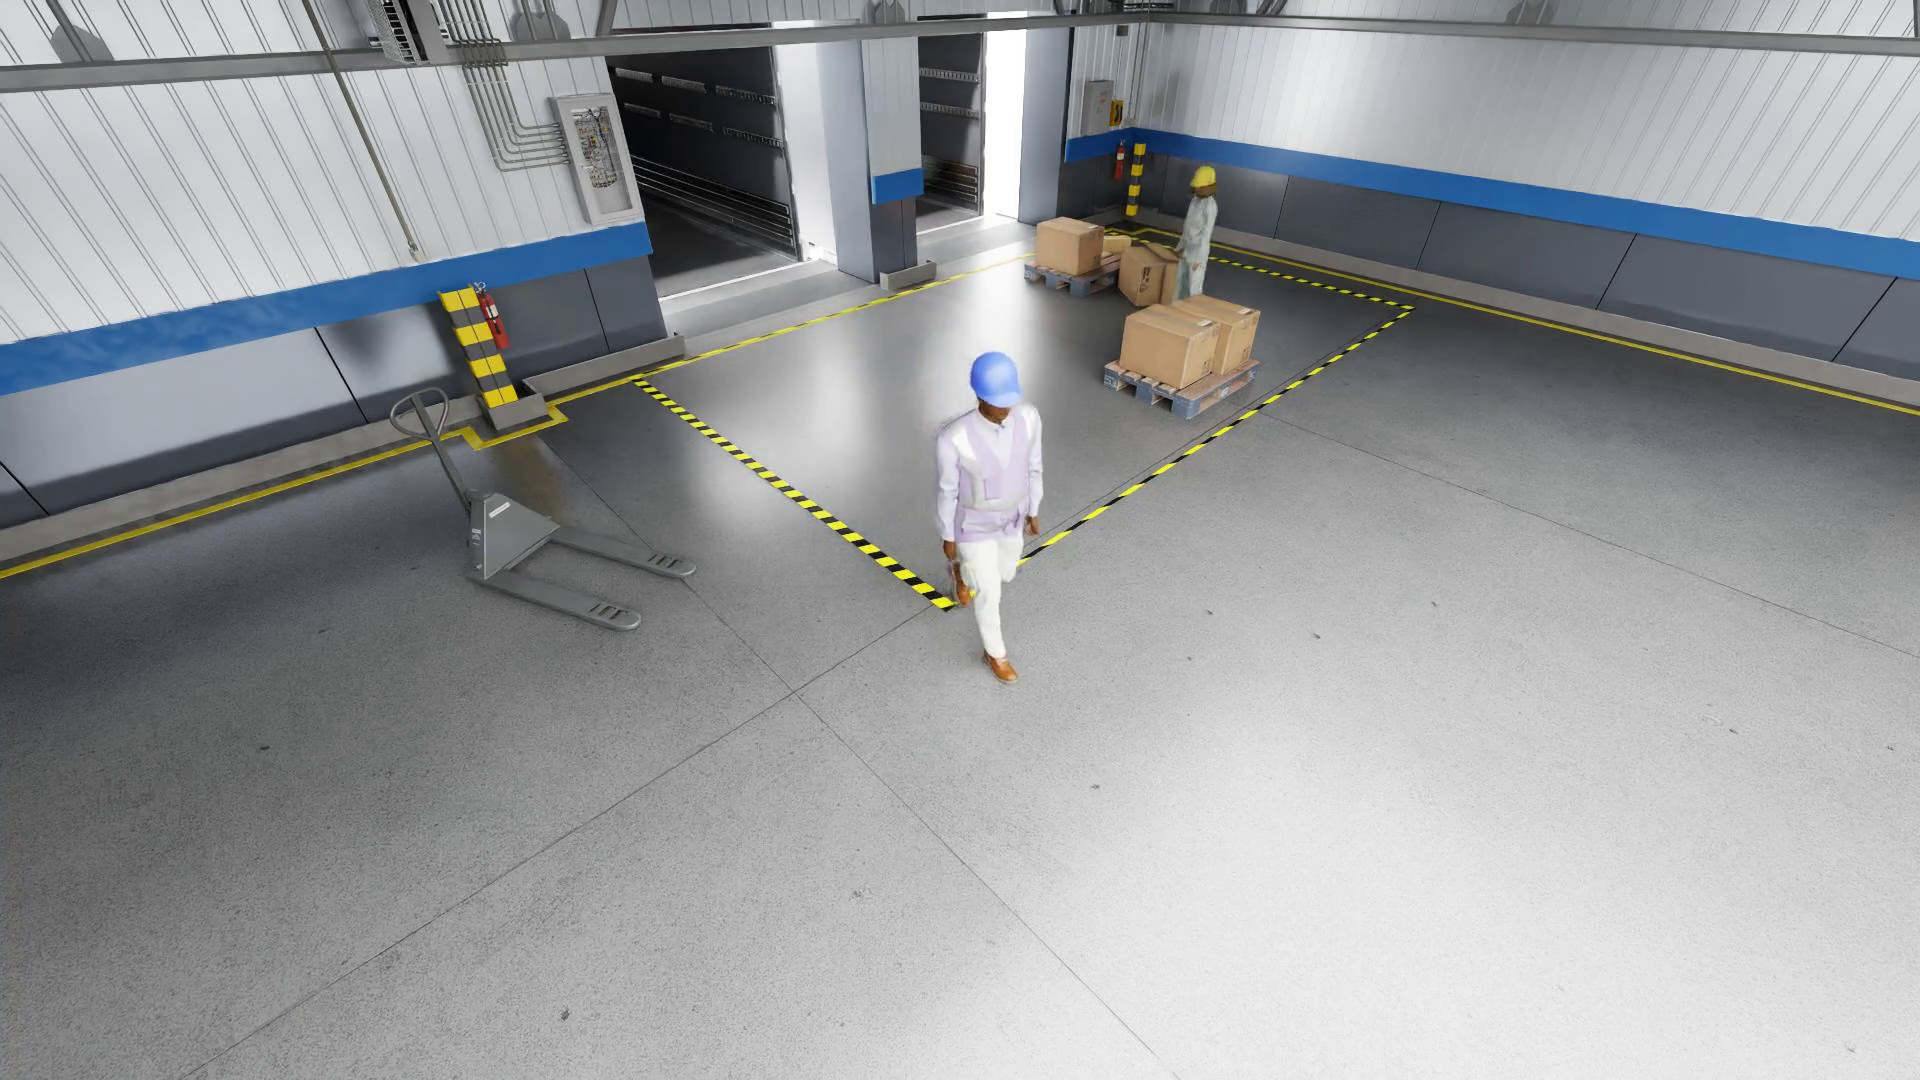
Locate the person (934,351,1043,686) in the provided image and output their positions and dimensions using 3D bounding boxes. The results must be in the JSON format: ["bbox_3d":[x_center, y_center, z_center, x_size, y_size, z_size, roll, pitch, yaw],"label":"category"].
[{"bbox_3d":[0.123,-0.147,3.920,0.604,1.915,0.869,-21,42,-25],"label":"person"}]

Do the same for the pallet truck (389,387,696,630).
[{"bbox_3d":[-2.613,-0.247,4.593,1.601,1.201,0.680,14,40,17],"label":"pallet truck"}]

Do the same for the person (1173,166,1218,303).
[{"bbox_3d":[2.515,-3.042,7.811,0.437,1.727,0.624,-5,38,-7],"label":"person"}]
